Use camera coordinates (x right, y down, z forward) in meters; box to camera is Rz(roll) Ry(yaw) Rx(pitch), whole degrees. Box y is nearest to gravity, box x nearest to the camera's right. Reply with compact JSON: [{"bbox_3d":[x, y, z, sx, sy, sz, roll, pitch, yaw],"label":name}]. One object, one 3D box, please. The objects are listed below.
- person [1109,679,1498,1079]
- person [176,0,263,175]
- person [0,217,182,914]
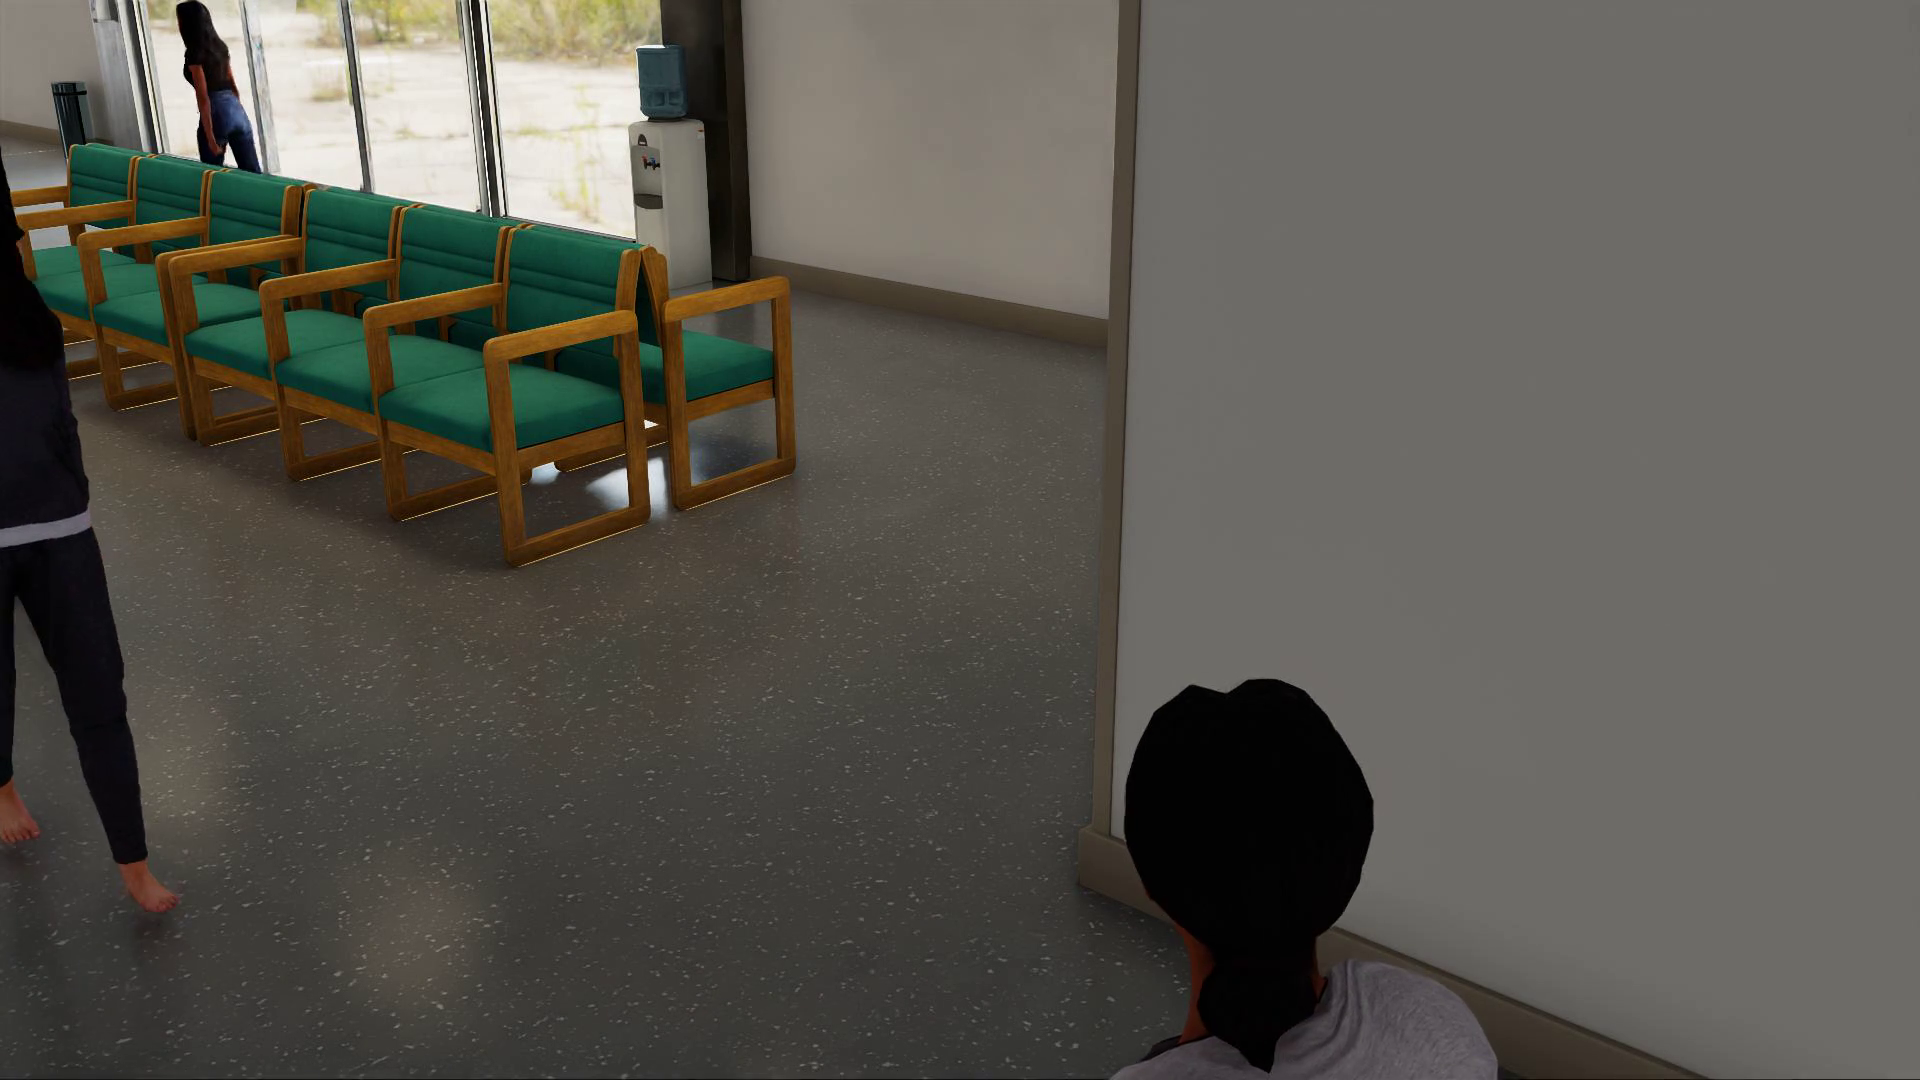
[{"bbox_3d":[0.252,0.934,1.529,0.598,1.736,0.755,-12,24,-28],"label":"person"},{"bbox_3d":[-4.965,-2.795,11.429,0.905,1.697,1.100,6,22,16],"label":"person"},{"bbox_3d":[-2.307,0.024,3.948,0.716,1.724,1.067,18,27,39],"label":"person"}]
